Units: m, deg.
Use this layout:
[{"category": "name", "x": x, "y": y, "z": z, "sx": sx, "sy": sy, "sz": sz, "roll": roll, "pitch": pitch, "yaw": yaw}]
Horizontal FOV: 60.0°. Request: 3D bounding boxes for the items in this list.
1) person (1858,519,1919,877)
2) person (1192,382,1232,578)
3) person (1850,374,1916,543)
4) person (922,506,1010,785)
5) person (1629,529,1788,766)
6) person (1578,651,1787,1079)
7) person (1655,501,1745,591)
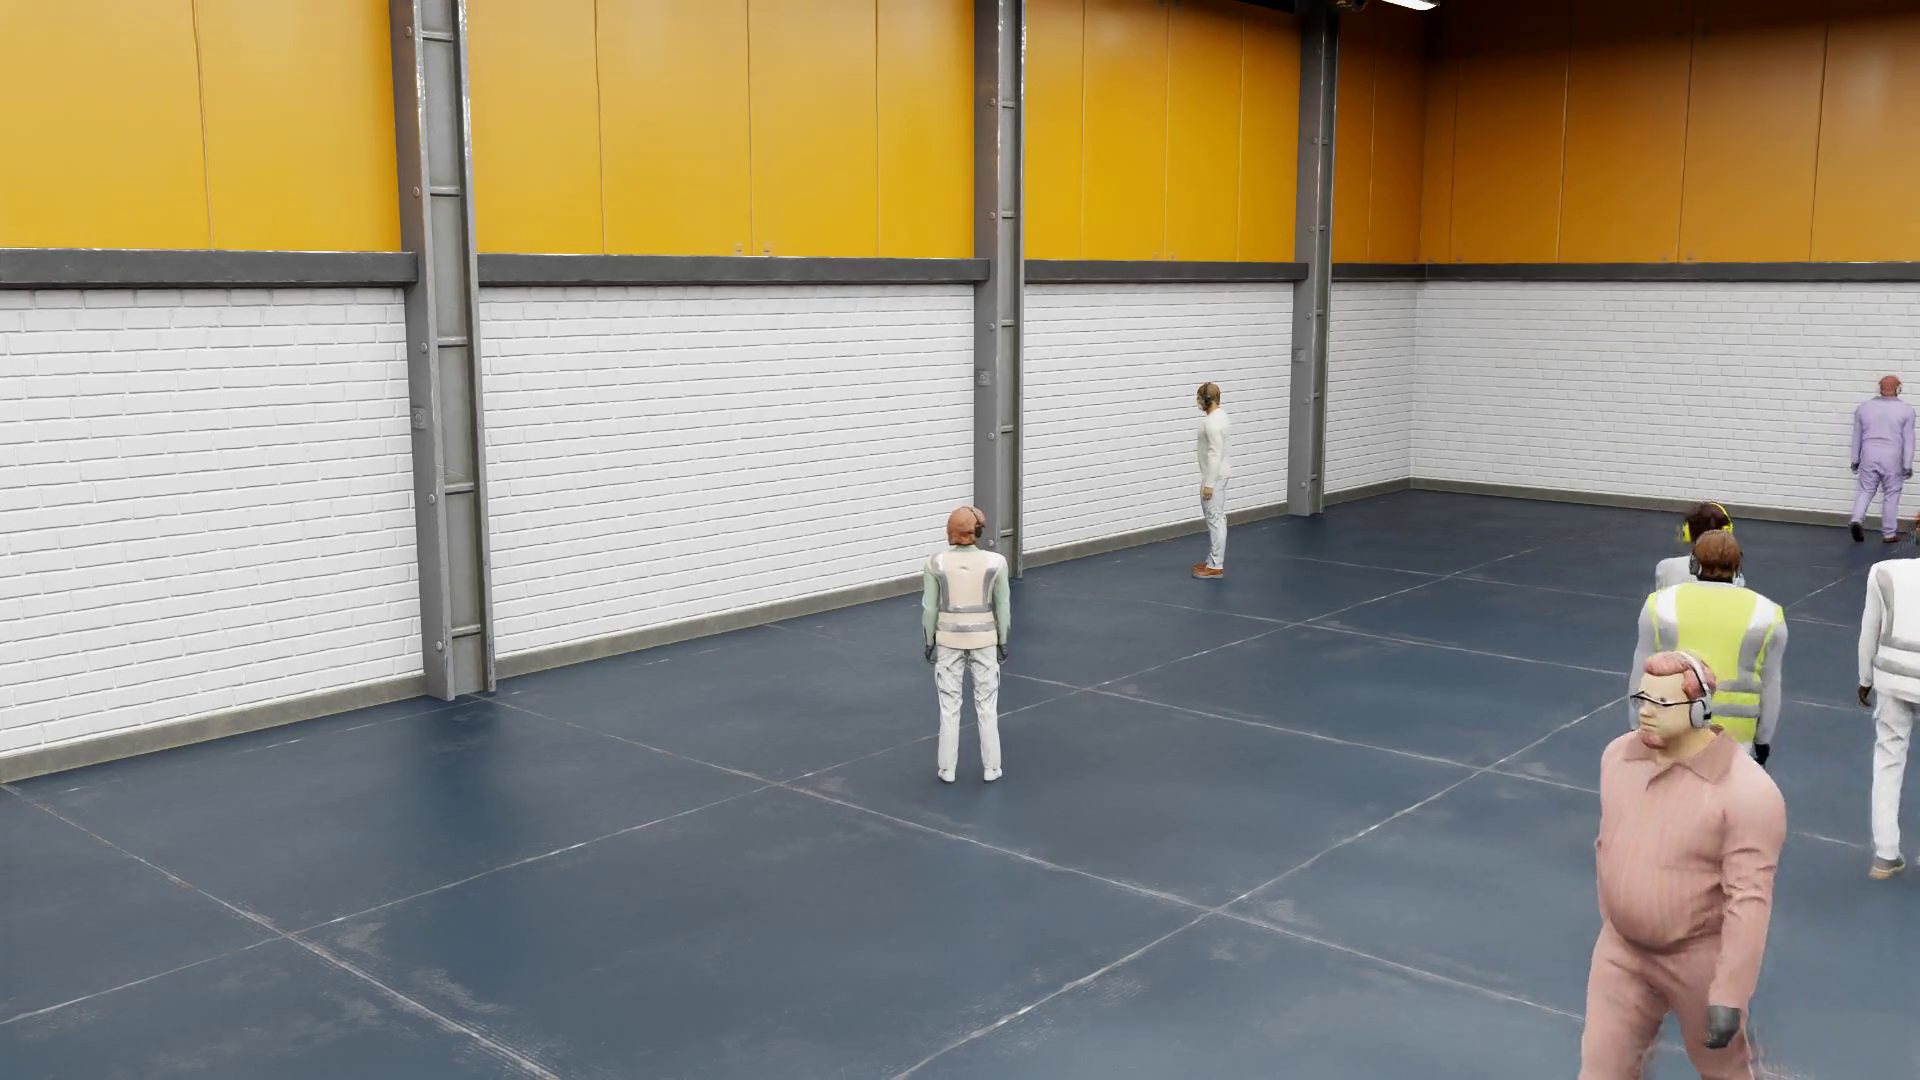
[{"category": "person", "x": 4.773, "y": 0.742, "z": 8.264, "sx": 0.598, "sy": 1.866, "sz": 0.619, "roll": 8, "pitch": 12, "yaw": 41}, {"category": "person", "x": 2.482, "y": -0.587, "z": 16.389, "sx": 0.376, "sy": 1.933, "sz": 0.627, "roll": 2, "pitch": 9, "yaw": 14}, {"category": "person", "x": 10.205, "y": -0.885, "z": 18.397, "sx": 0.719, "sy": 1.891, "sz": 0.654, "roll": -7, "pitch": 12, "yaw": -38}, {"category": "person", "x": 0.035, "y": 0.620, "z": 9.729, "sx": 0.515, "sy": 1.636, "sz": 0.315, "roll": 0, "pitch": 9, "yaw": 1}, {"category": "person", "x": 3.402, "y": 0.863, "z": 7.614, "sx": 0.634, "sy": 1.832, "sz": 0.431, "roll": 4, "pitch": 10, "yaw": 25}, {"category": "person", "x": 2.160, "y": 1.253, "z": 5.082, "sx": 1.020, "sy": 1.853, "sz": 0.658, "roll": -5, "pitch": 10, "yaw": -29}, {"category": "person", "x": 3.847, "y": 0.700, "z": 8.708, "sx": 0.992, "sy": 1.808, "sz": 0.533, "roll": -7, "pitch": 11, "yaw": -36}]
